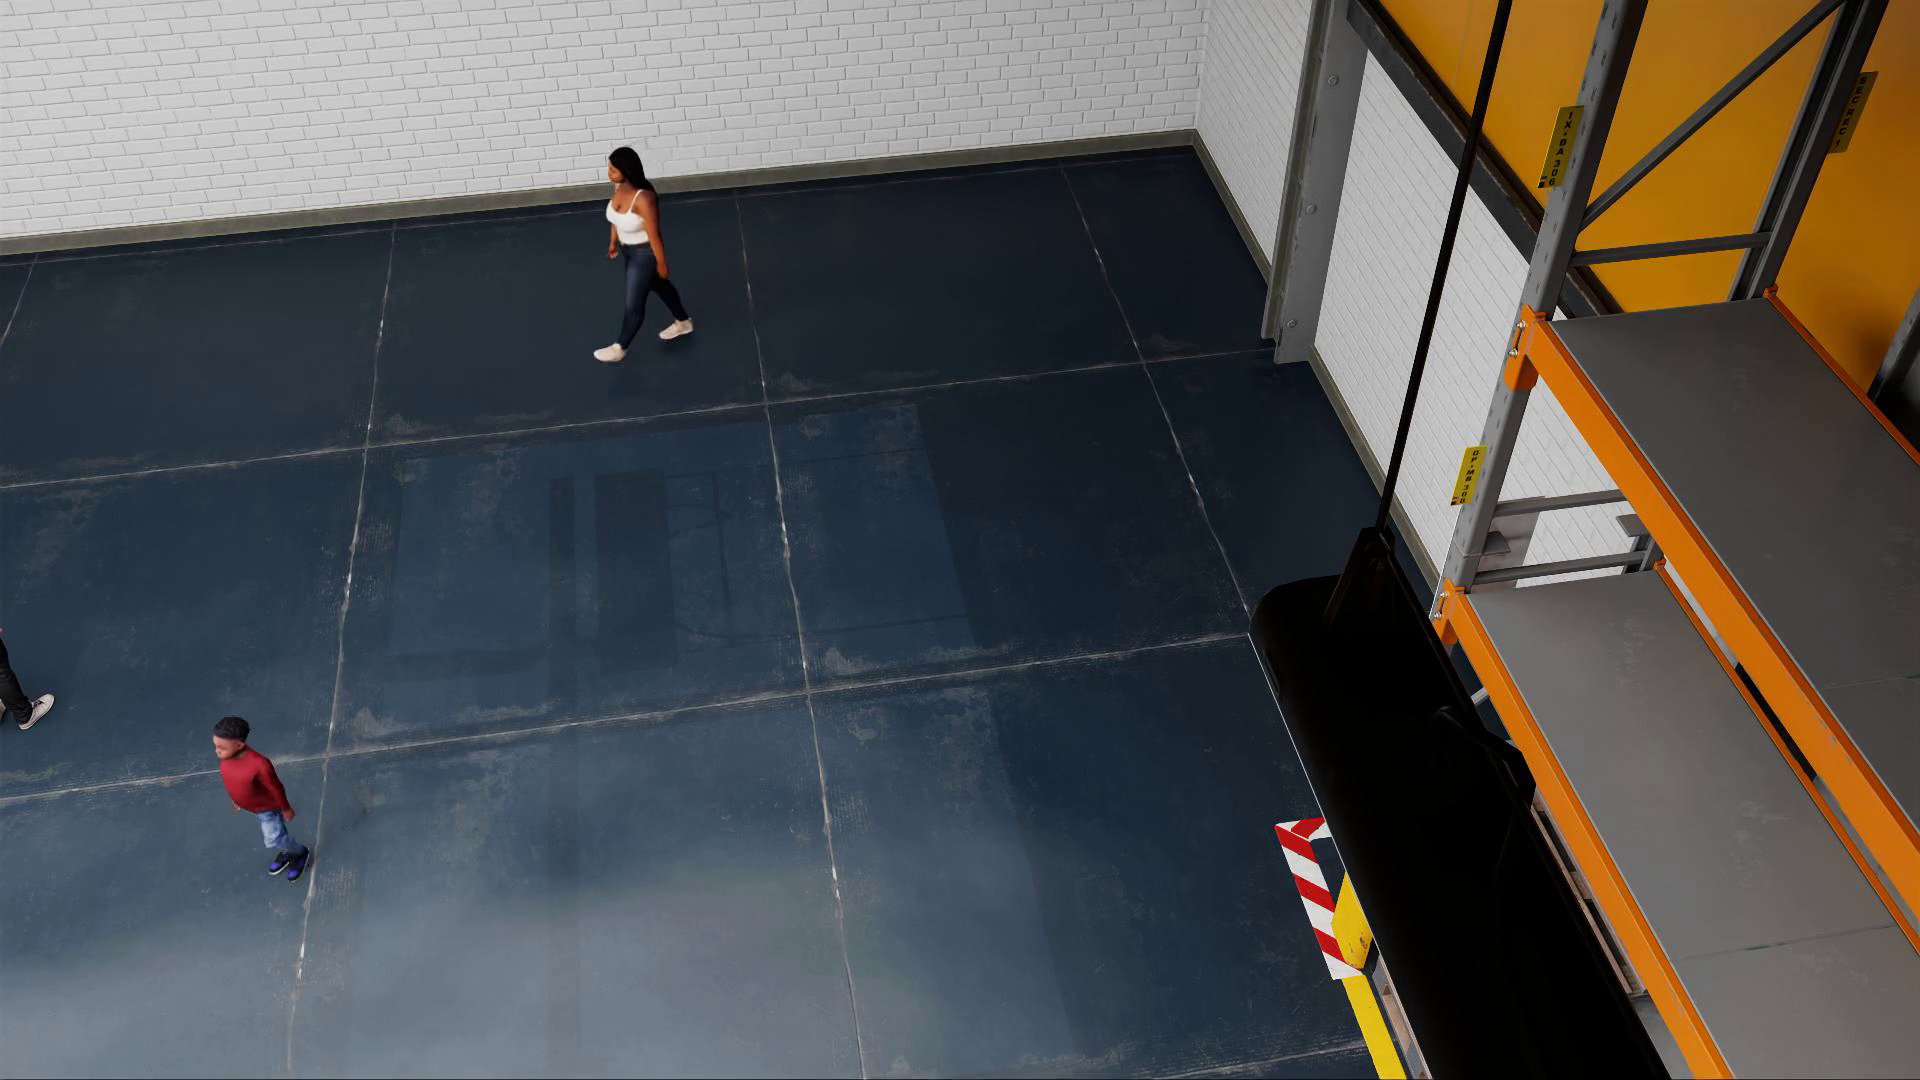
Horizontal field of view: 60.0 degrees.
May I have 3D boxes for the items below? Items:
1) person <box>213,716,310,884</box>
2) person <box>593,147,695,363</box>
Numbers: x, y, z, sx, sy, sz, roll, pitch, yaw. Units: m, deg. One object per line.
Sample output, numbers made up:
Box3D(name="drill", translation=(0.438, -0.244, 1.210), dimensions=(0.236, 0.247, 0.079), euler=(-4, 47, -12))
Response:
Box3D(name="person", translation=(-3.890, 1.403, 9.357), dimensions=(0.598, 1.250, 0.641), euler=(20, 47, 20))
Box3D(name="person", translation=(-2.352, -2.224, 12.790), dimensions=(1.006, 1.767, 1.157), euler=(-24, 48, -23))
